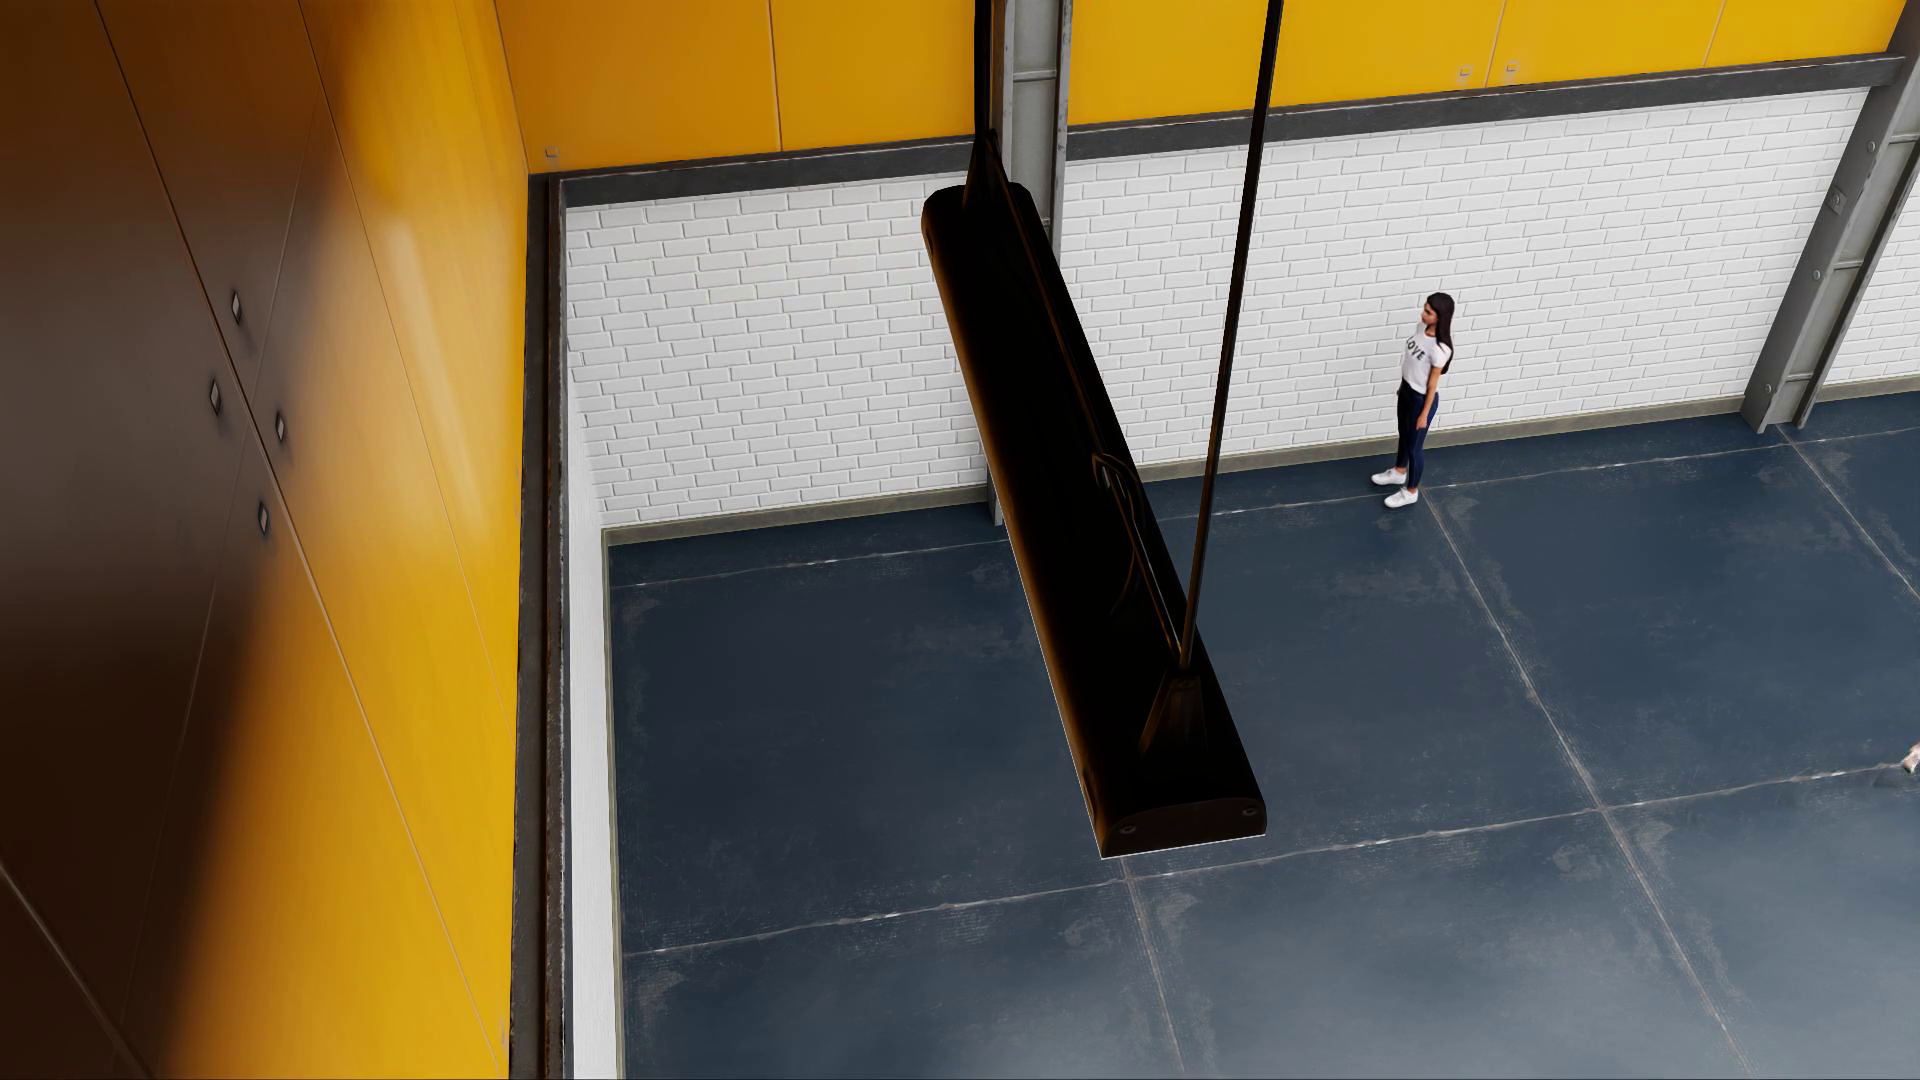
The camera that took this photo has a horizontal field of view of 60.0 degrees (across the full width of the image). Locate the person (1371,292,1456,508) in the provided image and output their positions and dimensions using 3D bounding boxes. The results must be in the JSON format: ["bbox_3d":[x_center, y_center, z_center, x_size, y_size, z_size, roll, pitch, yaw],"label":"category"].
[{"bbox_3d":[3.248,-1.001,11.743,0.492,1.774,0.575,-6,44,-7],"label":"person"}]
